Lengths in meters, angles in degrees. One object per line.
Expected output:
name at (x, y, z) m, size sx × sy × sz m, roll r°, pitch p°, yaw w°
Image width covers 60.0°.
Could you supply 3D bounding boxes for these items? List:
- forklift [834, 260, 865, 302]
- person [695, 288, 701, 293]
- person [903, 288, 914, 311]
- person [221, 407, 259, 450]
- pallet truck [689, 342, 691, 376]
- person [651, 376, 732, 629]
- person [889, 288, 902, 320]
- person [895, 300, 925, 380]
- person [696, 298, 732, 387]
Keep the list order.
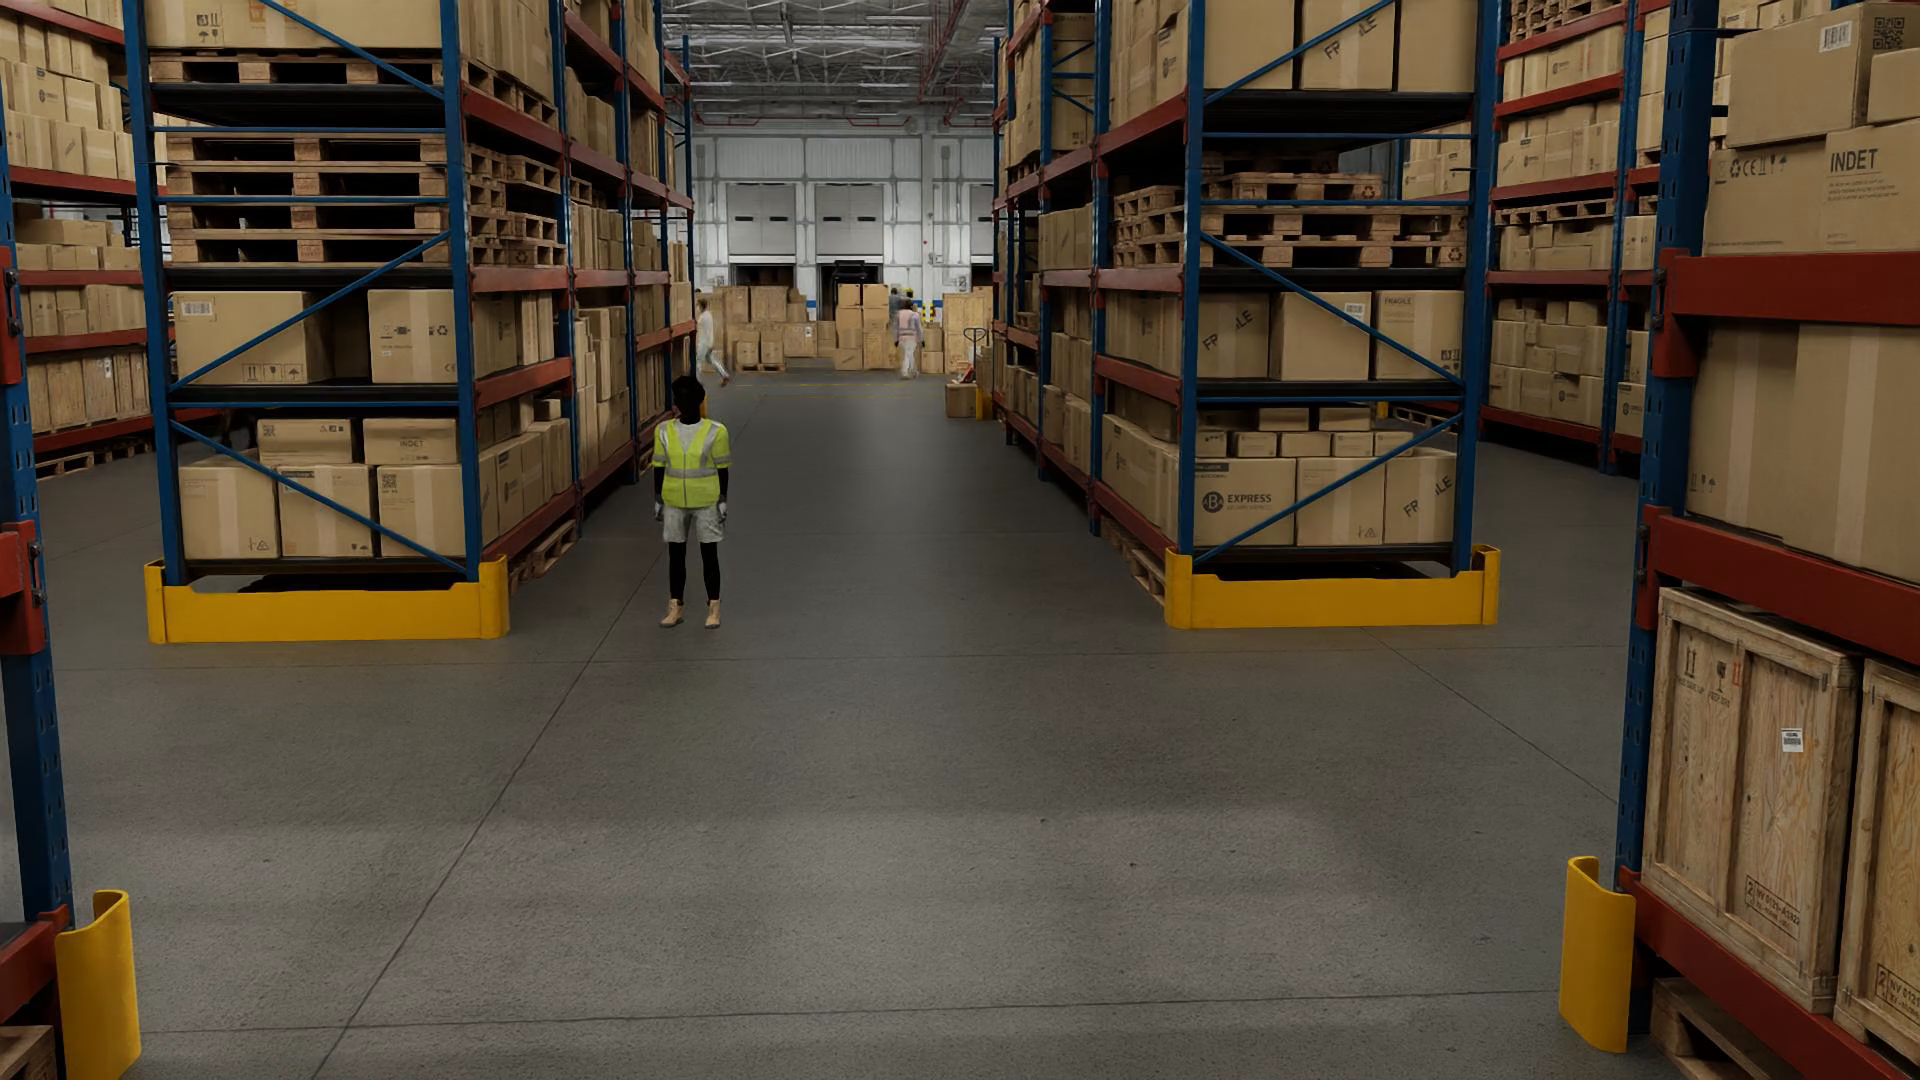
forklift at (-3.397, -7.253, 51.371) m, size 1.129 × 2.768 × 1.873 m, roll -1°, pitch 9°, yaw -4°
person at (-8.476, -7.173, 53.819) m, size 0.372 × 1.940 × 0.632 m, roll -9°, pitch 12°, yaw -43°
person at (-1.887, -8.479, 62.223) m, size 0.971 × 1.865 × 0.586 m, roll 1°, pitch 9°, yaw 8°
person at (-9.681, -2.137, 22.285) m, size 0.544 × 1.914 × 0.870 m, roll -1°, pitch 9°, yaw -7°
pallet truck at (-5.225, -3.008, 27.480) m, size 1.885 × 1.965 × 0.823 m, roll 2°, pitch 9°, yaw 14°
person at (-1.792, -0.247, 11.086) m, size 0.541 × 1.696 × 0.315 m, roll 1°, pitch 9°, yaw 7°
person at (-2.305, -7.828, 57.983) m, size 0.636 × 1.928 × 0.387 m, roll 3°, pitch 10°, yaw 19°
person at (-1.101, -4.513, 37.607) m, size 0.679 × 1.782 × 0.937 m, roll 7°, pitch 11°, yaw 37°
person at (-5.255, -4.106, 34.731) m, size 0.980 × 1.895 × 0.629 m, roll -2°, pitch 9°, yaw -14°
